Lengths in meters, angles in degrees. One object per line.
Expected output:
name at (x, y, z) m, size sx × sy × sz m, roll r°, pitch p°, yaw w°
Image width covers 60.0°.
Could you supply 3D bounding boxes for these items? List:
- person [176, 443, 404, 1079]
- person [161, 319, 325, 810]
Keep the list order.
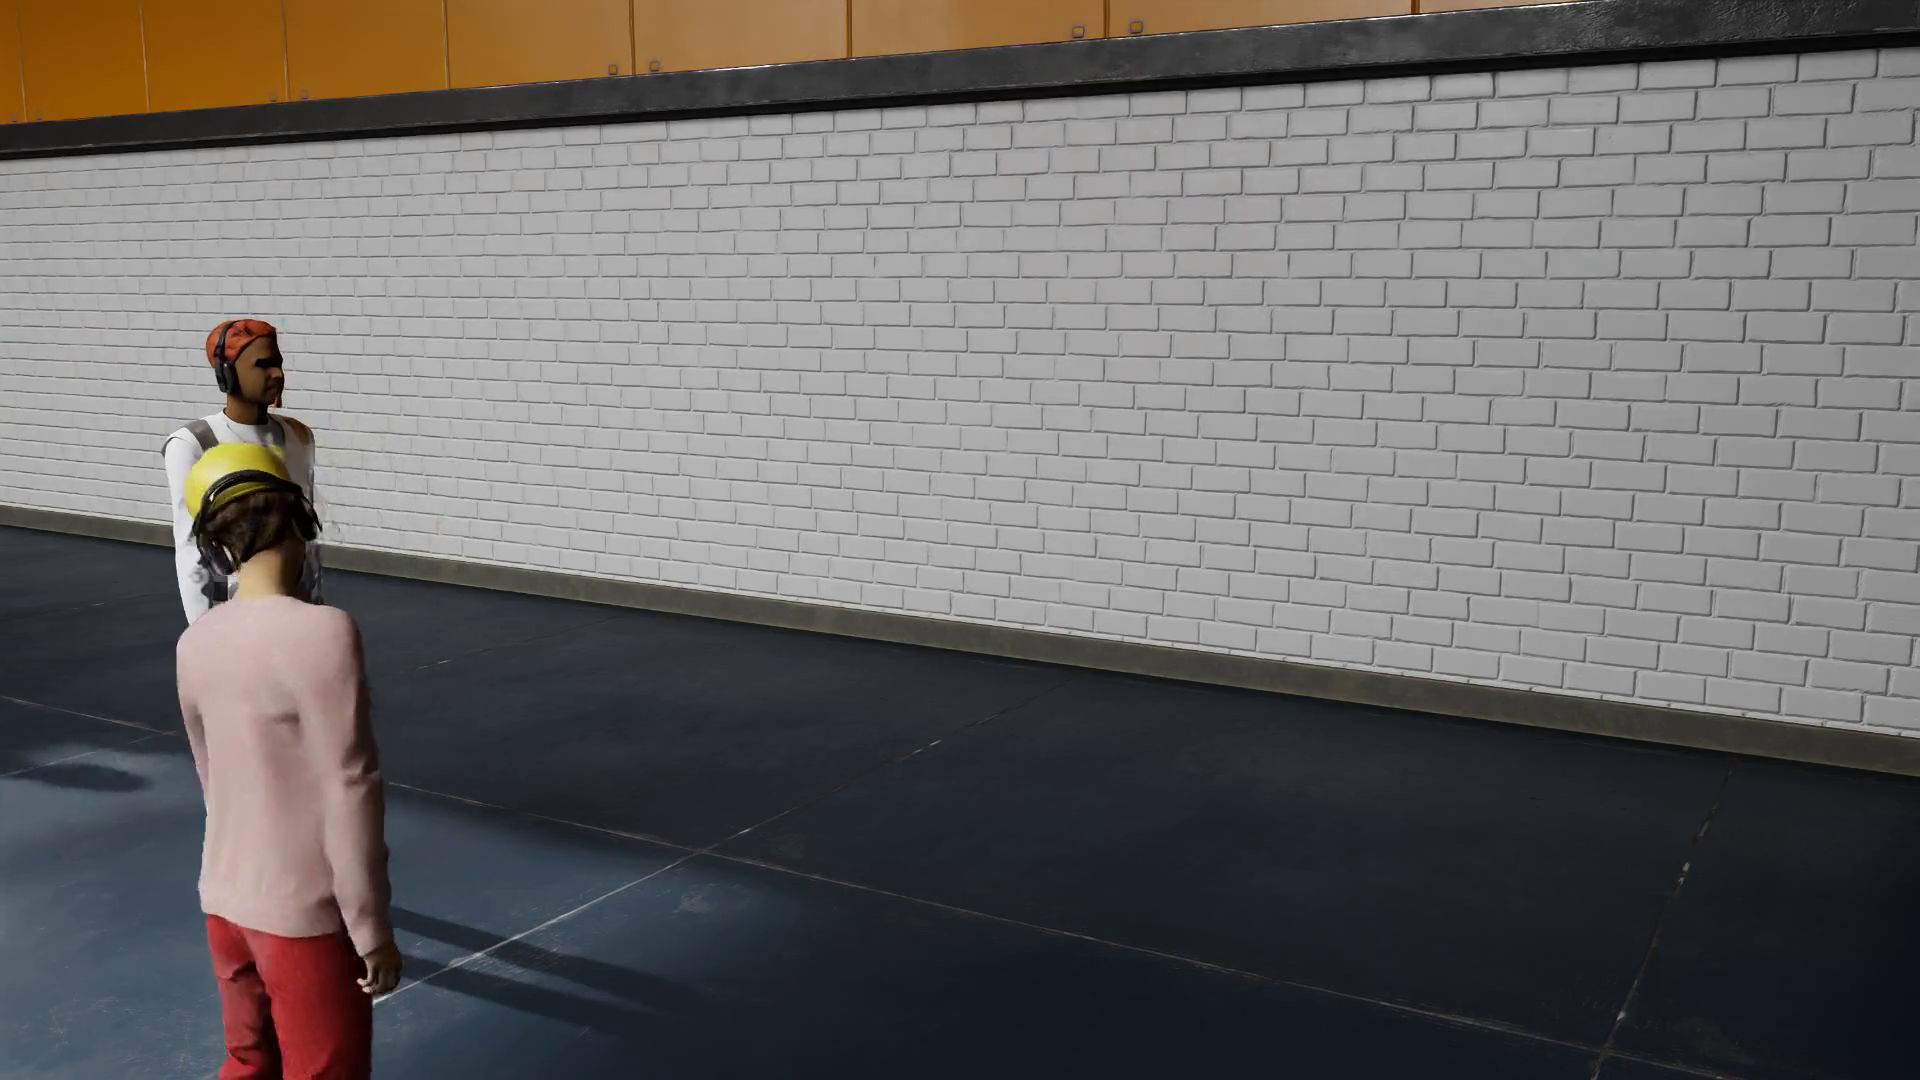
person at (-1.226, 0.692, 3.040) m, size 0.628 × 1.721 × 0.332 m, roll 8°, pitch 12°, yaw 39°
person at (-2.186, 0.256, 5.211) m, size 0.355 × 1.885 × 0.575 m, roll 3°, pitch 10°, yaw 17°
